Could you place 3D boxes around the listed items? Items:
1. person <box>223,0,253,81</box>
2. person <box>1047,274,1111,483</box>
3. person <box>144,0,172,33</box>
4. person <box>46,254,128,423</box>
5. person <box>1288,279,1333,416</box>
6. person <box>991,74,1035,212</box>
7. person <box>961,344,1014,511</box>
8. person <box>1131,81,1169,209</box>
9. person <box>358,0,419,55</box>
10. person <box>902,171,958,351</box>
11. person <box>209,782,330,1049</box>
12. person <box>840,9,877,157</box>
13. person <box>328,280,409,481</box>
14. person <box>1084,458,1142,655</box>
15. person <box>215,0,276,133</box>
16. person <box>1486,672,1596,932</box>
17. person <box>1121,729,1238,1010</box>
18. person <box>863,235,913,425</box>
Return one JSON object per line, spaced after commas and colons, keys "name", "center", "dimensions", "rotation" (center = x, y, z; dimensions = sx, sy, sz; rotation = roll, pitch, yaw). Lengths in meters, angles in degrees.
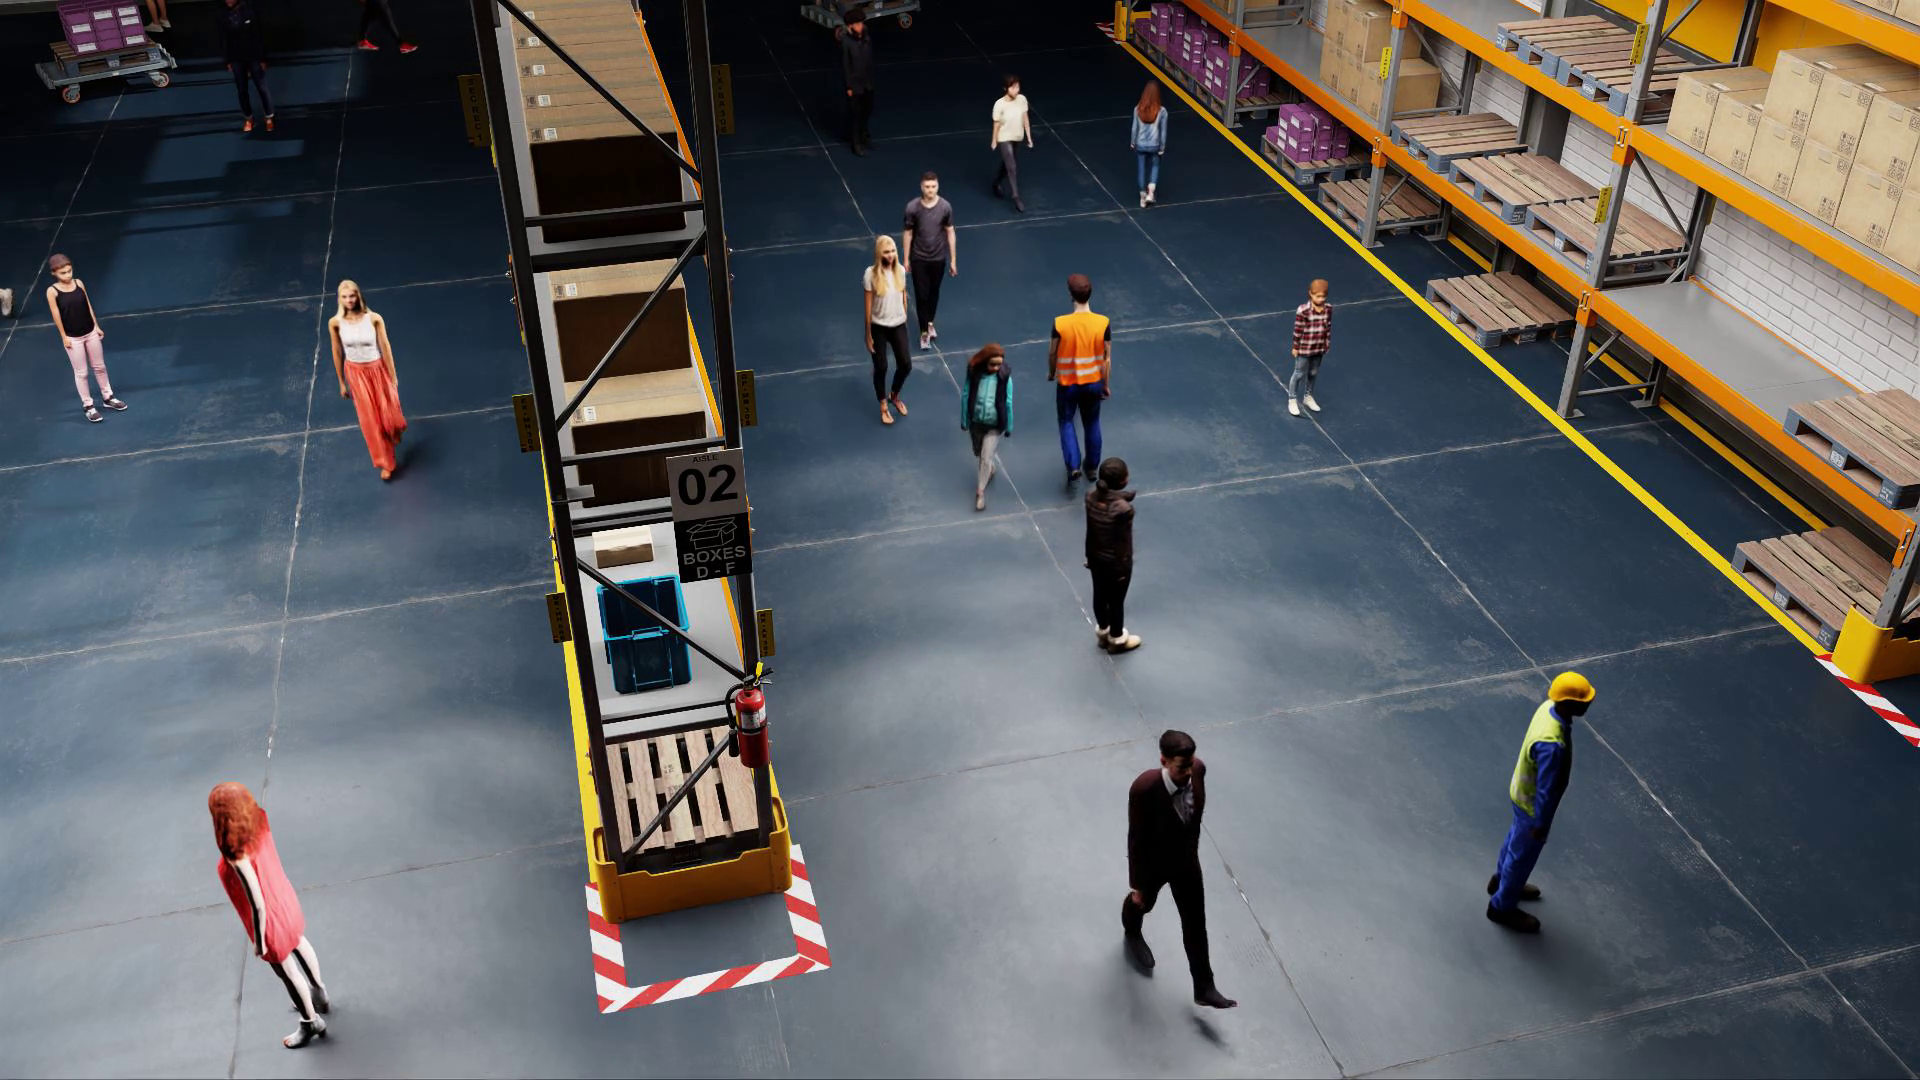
{"name": "person", "center": [-9.957, -7.233, 22.996], "dimensions": [0.744, 1.705, 0.683], "rotation": [18, 37, 24]}
{"name": "person", "center": [0.993, -1.279, 13.898], "dimensions": [0.736, 1.861, 0.878], "rotation": [-1, 34, -2]}
{"name": "person", "center": [-12.231, -8.588, 24.888], "dimensions": [0.790, 1.868, 0.663], "rotation": [6, 34, 9]}
{"name": "person", "center": [-7.955, -1.852, 15.026], "dimensions": [0.676, 1.565, 0.623], "rotation": [20, 39, 27]}
{"name": "person", "center": [3.191, -1.783, 15.156], "dimensions": [0.534, 1.306, 0.520], "rotation": [-11, 35, -15]}
{"name": "person", "center": [0.540, -4.626, 19.223], "dimensions": [0.845, 1.541, 1.125], "rotation": [-22, 39, -29]}
{"name": "person", "center": [0.222, -1.026, 13.870], "dimensions": [0.815, 1.471, 1.009], "rotation": [6, 34, 9]}
{"name": "person", "center": [2.154, -4.520, 19.130], "dimensions": [0.656, 1.467, 0.672], "rotation": [7, 34, 10]}
{"name": "person", "center": [-8.519, -7.866, 23.897], "dimensions": [1.033, 1.762, 1.229], "rotation": [3, 34, 5]}
{"name": "person", "center": [-0.317, -2.792, 16.277], "dimensions": [0.685, 1.747, 0.803], "rotation": [-7, 34, -10]}
{"name": "person", "center": [-3.721, 2.011, 8.980], "dimensions": [0.689, 1.826, 0.505], "rotation": [-4, 34, -5]}
{"name": "person", "center": [-1.281, -5.705, 20.634], "dimensions": [0.739, 1.776, 0.779], "rotation": [-22, 40, -30]}
{"name": "person", "center": [-5.028, -1.411, 14.161], "dimensions": [0.643, 1.789, 0.851], "rotation": [-7, 34, -10]}
{"name": "person", "center": [1.080, 0.140, 11.946], "dimensions": [0.748, 1.658, 0.795], "rotation": [14, 36, 19]}
{"name": "person", "center": [-9.103, -6.163, 21.287], "dimensions": [0.728, 1.815, 0.672], "rotation": [-4, 34, -6]}
{"name": "person", "center": [3.386, 1.500, 9.761], "dimensions": [0.818, 1.812, 0.720], "rotation": [12, 35, 17]}
{"name": "person", "center": [1.106, 1.748, 9.379], "dimensions": [0.886, 1.822, 1.214], "rotation": [-16, 37, -23]}
{"name": "person", "center": [-0.714, -1.904, 14.881], "dimensions": [0.661, 1.814, 0.662], "rotation": [-15, 37, -22]}
